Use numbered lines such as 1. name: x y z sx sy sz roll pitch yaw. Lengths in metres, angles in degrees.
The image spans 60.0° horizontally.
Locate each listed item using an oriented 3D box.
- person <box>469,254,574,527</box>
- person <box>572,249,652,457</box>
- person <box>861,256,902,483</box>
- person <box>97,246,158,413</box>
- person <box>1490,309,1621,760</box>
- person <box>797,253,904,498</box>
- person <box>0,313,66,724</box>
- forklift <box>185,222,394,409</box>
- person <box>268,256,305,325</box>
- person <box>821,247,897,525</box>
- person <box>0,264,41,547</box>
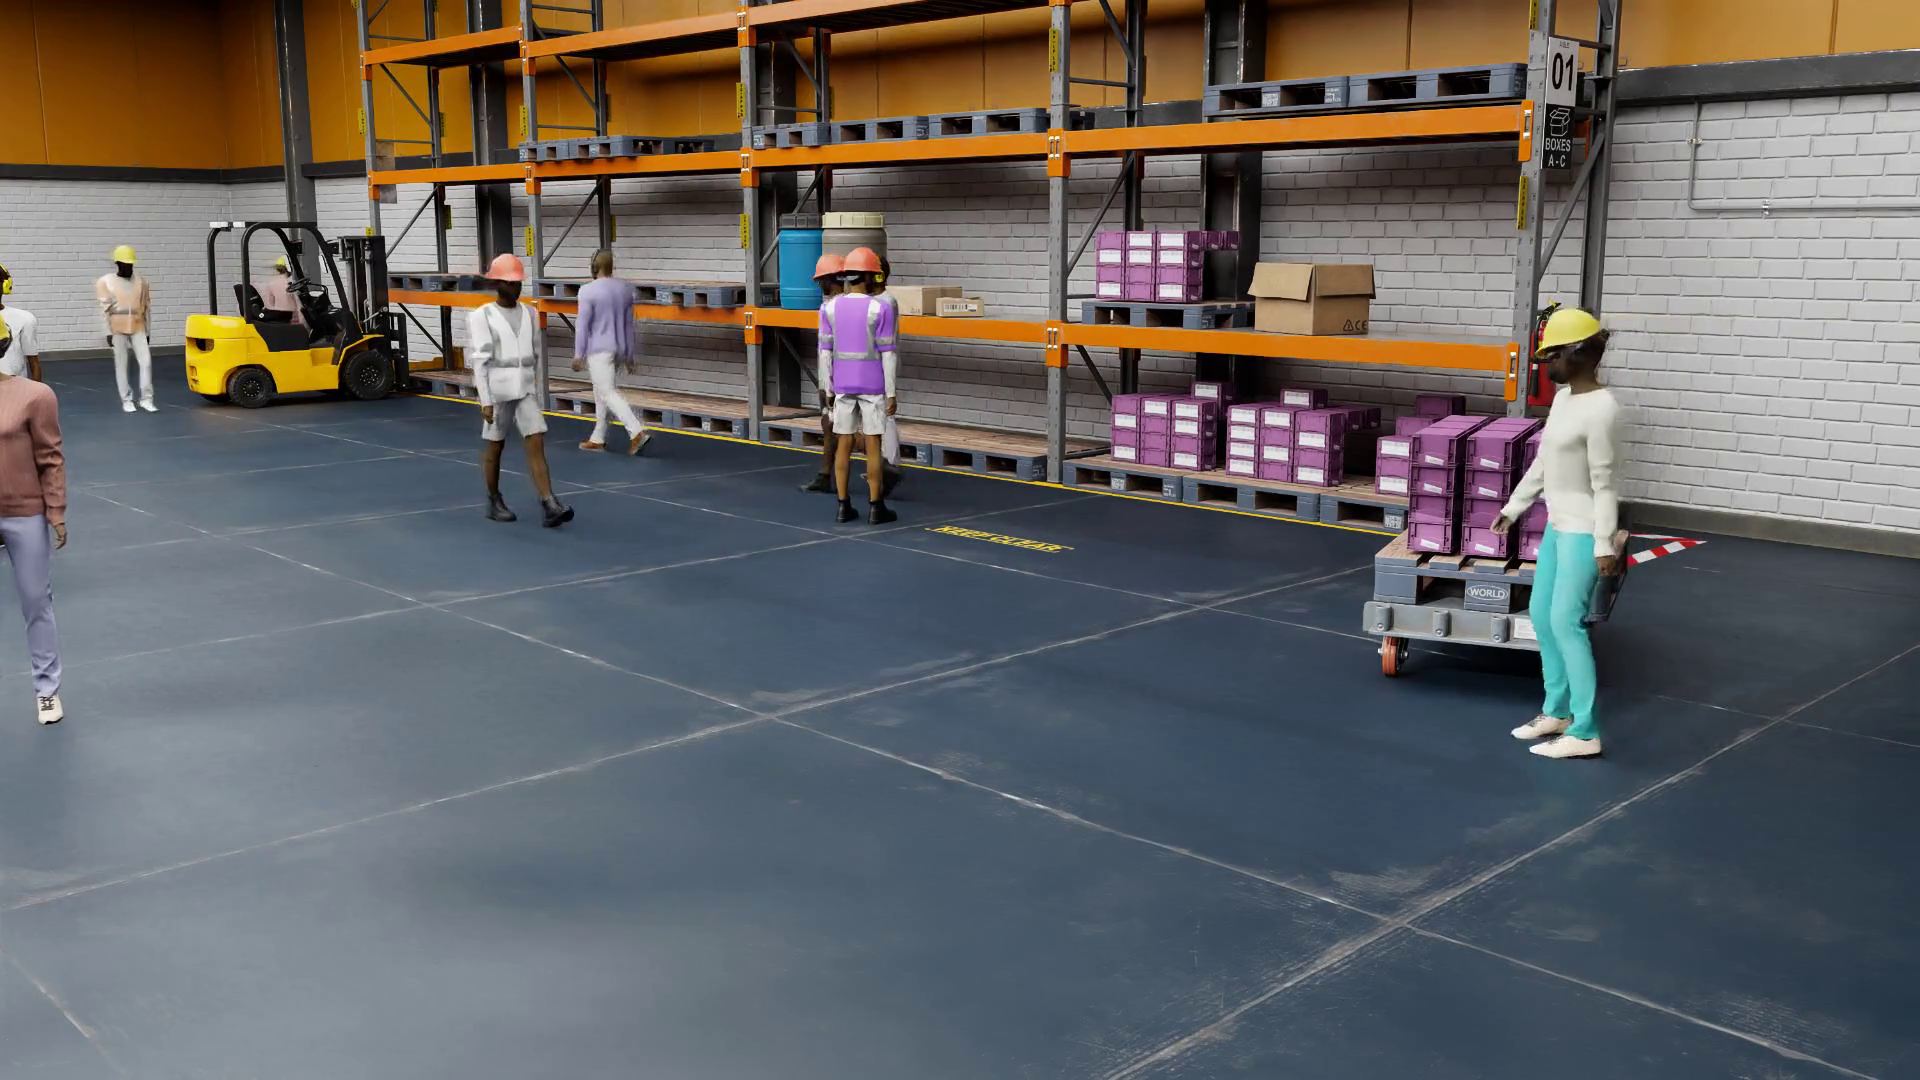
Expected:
1. person: -3.066 -1.015 11.490 0.986 1.884 0.565 10 14 44
2. person: -3.198 -1.720 15.314 0.927 1.910 0.632 6 12 29
3. person: -0.646 -1.397 13.676 0.328 1.861 0.541 -2 11 -11
4. person: -9.452 -2.384 18.929 0.586 1.896 0.688 -9 14 -42
5. person: 2.351 -0.033 6.565 0.451 1.732 0.551 1 10 3
6. person: -0.852 -1.252 12.813 0.914 1.896 0.546 4 11 23
7. person: -3.954 -0.095 6.826 0.523 1.763 0.329 -3 11 -15
8. forklift: -8.169 -2.758 20.163 2.313 2.155 1.214 -10 14 -44
9. person: -9.248 -3.002 22.726 0.534 1.748 0.728 3 11 17
10. person: -0.692 -1.075 11.691 0.553 1.934 0.355 4 11 20
11. person: -6.144 -0.853 10.652 0.513 1.877 0.328 -1 10 -5
